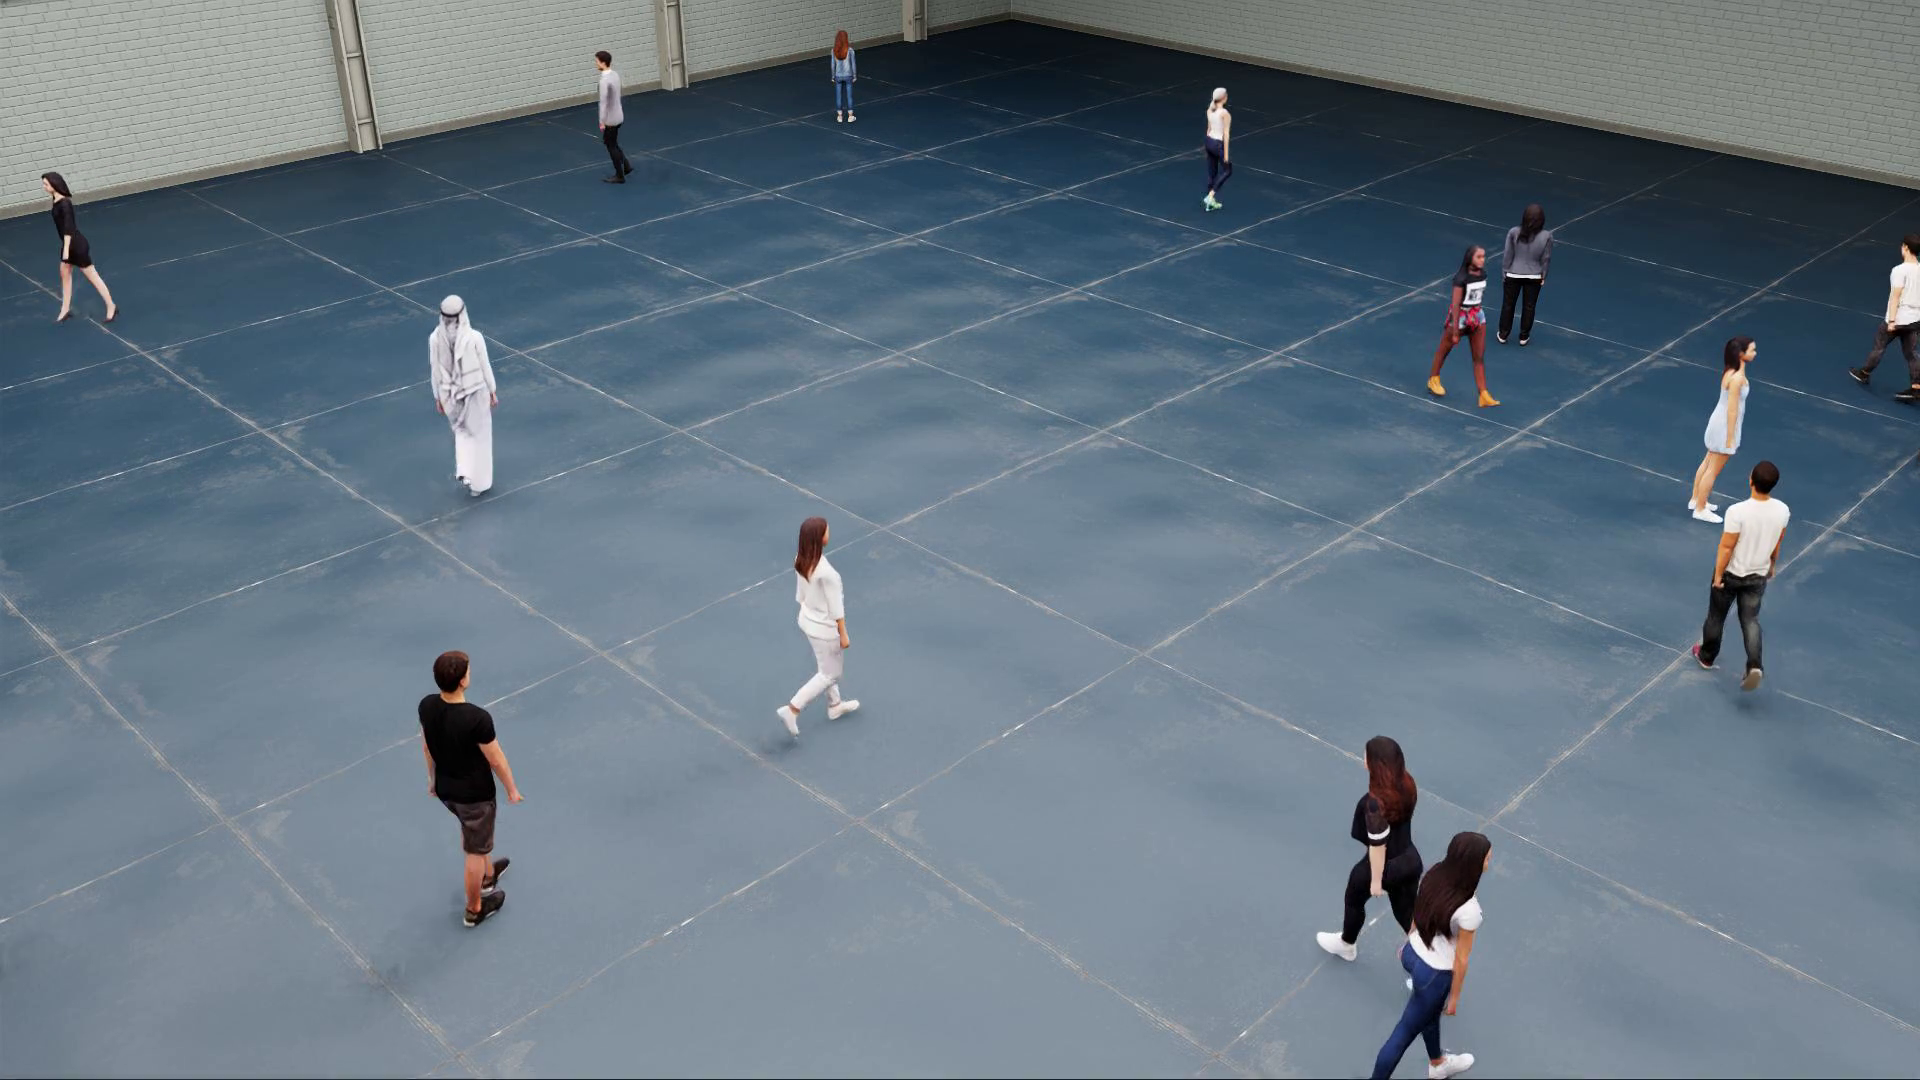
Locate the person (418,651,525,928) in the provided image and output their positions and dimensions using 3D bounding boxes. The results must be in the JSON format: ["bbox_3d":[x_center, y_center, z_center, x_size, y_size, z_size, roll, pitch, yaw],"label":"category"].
[{"bbox_3d":[-3.001,1.518,9.888,0.835,1.845,0.923,12,30,22],"label":"person"}]

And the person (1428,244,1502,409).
[{"bbox_3d":[5.091,-2.209,17.072,1.181,1.672,0.903,-14,31,-25],"label":"person"}]

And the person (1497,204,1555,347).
[{"bbox_3d":[6.300,-2.968,18.577,0.772,1.595,0.796,9,29,17],"label":"person"}]

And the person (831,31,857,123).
[{"bbox_3d":[-1.932,-7.678,27.547,0.641,1.478,0.683,3,28,5],"label":"person"}]

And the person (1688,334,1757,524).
[{"bbox_3d":[6.774,-1.008,14.754,0.730,1.729,0.623,7,29,13],"label":"person"}]

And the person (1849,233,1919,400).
[{"bbox_3d":[9.794,-2.250,17.162,1.158,1.659,1.060,-9,29,-17],"label":"person"}]

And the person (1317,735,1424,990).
[{"bbox_3d":[2.495,1.890,9.457,0.991,1.594,0.680,-24,36,-38],"label":"person"}]

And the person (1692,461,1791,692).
[{"bbox_3d":[5.822,0.281,12.273,1.062,1.787,1.118,-1,28,-2],"label":"person"}]

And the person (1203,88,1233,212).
[{"bbox_3d":[3.485,-5.378,22.998,0.701,1.694,0.689,-18,33,-30],"label":"person"}]

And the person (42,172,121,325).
[{"bbox_3d":[-10.040,-3.333,19.073,0.988,1.775,0.741,-19,33,-31],"label":"person"}]

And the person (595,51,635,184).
[{"bbox_3d":[-4.983,-6.140,24.202,0.950,1.908,0.871,3,28,5],"label":"person"}]

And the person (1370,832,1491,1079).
[{"bbox_3d":[2.369,2.254,8.613,1.017,1.744,0.914,-2,28,-4],"label":"person"}]

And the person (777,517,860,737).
[{"bbox_3d":[-1.020,0.631,11.735,0.984,1.675,0.709,-19,33,-31],"label":"person"}]

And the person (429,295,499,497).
[{"bbox_3d":[-4.485,-1.255,15.023,0.884,1.912,0.944,1,28,2],"label":"person"}]
